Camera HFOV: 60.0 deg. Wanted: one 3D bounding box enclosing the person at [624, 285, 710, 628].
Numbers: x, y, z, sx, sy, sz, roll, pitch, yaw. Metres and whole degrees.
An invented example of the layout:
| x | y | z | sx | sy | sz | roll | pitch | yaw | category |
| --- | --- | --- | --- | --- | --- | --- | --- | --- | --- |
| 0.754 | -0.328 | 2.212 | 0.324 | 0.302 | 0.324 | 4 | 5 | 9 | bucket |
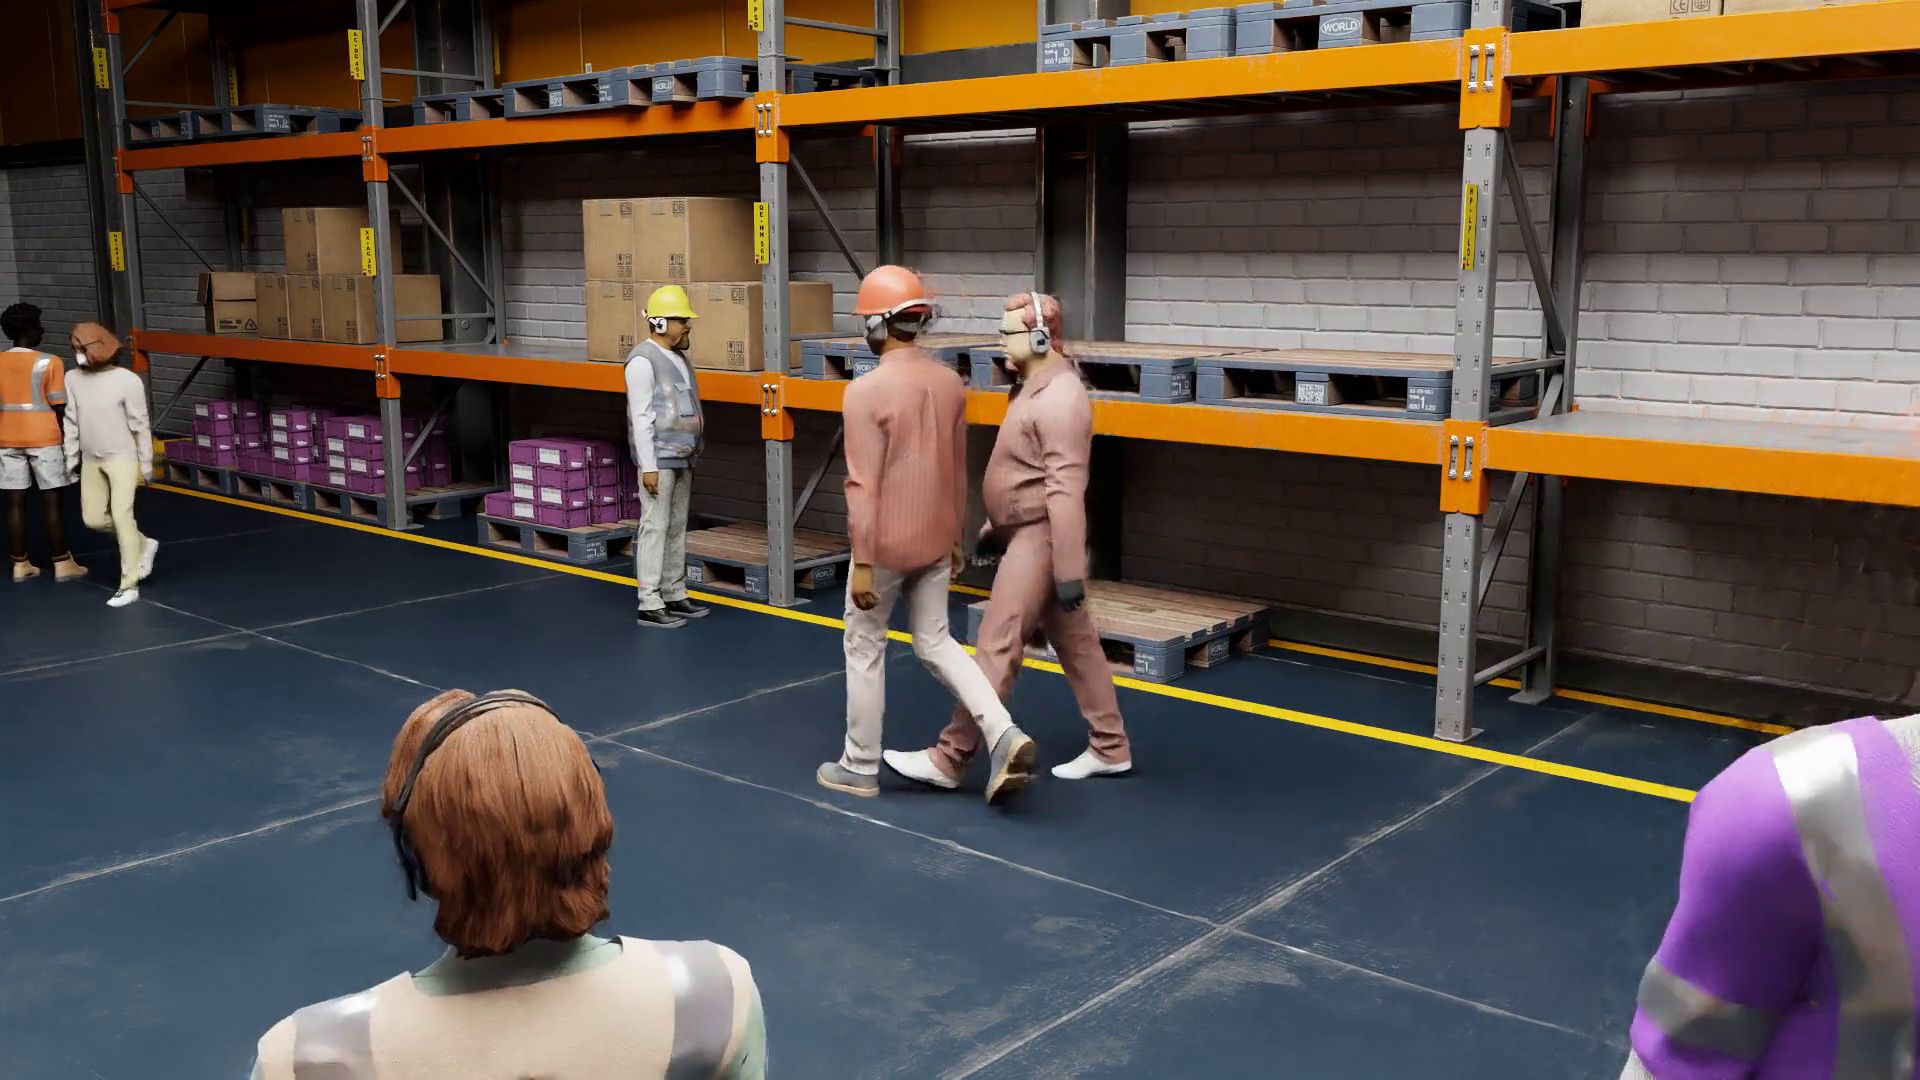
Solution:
| x | y | z | sx | sy | sz | roll | pitch | yaw | category |
| --- | --- | --- | --- | --- | --- | --- | --- | --- | --- |
| -1.570 | -0.449 | 8.966 | 0.403 | 1.827 | 0.593 | 3 | 10 | 16 | person |

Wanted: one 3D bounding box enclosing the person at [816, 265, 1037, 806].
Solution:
| x | y | z | sx | sy | sz | roll | pitch | yaw | category |
| --- | --- | --- | --- | --- | --- | --- | --- | --- | --- |
| -0.144 | 0.007 | 5.966 | 0.855 | 1.970 | 0.629 | 8 | 13 | 39 | person |

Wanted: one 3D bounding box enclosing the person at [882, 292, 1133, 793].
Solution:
| x | y | z | sx | sy | sz | roll | pitch | yaw | category |
| --- | --- | --- | --- | --- | --- | --- | --- | --- | --- |
| 0.213 | 0.022 | 6.181 | 0.957 | 1.857 | 0.650 | 0 | 10 | 3 | person |

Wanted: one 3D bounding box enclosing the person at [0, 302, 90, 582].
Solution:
| x | y | z | sx | sy | sz | roll | pitch | yaw | category |
| --- | --- | --- | --- | --- | --- | --- | --- | --- | --- |
| -5.627 | -0.585 | 10.078 | 0.536 | 1.699 | 0.322 | 1 | 10 | 4 | person |

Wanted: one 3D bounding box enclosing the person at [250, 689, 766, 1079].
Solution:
| x | y | z | sx | sy | sz | roll | pitch | yaw | category |
| --- | --- | --- | --- | --- | --- | --- | --- | --- | --- |
| -0.458 | 0.934 | 1.732 | 0.535 | 1.597 | 0.781 | -5 | 11 | -25 | person |

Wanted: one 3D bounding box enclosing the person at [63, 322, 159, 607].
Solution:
| x | y | z | sx | sy | sz | roll | pitch | yaw | category |
| --- | --- | --- | --- | --- | --- | --- | --- | --- | --- |
| -4.846 | -0.453 | 9.569 | 0.524 | 1.609 | 0.560 | 2 | 10 | 10 | person |

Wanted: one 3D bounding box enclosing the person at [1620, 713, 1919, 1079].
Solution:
| x | y | z | sx | sy | sz | roll | pitch | yaw | category |
| --- | --- | --- | --- | --- | --- | --- | --- | --- | --- |
| 0.967 | 0.789 | 1.764 | 0.554 | 1.886 | 0.934 | -2 | 10 | -12 | person |
